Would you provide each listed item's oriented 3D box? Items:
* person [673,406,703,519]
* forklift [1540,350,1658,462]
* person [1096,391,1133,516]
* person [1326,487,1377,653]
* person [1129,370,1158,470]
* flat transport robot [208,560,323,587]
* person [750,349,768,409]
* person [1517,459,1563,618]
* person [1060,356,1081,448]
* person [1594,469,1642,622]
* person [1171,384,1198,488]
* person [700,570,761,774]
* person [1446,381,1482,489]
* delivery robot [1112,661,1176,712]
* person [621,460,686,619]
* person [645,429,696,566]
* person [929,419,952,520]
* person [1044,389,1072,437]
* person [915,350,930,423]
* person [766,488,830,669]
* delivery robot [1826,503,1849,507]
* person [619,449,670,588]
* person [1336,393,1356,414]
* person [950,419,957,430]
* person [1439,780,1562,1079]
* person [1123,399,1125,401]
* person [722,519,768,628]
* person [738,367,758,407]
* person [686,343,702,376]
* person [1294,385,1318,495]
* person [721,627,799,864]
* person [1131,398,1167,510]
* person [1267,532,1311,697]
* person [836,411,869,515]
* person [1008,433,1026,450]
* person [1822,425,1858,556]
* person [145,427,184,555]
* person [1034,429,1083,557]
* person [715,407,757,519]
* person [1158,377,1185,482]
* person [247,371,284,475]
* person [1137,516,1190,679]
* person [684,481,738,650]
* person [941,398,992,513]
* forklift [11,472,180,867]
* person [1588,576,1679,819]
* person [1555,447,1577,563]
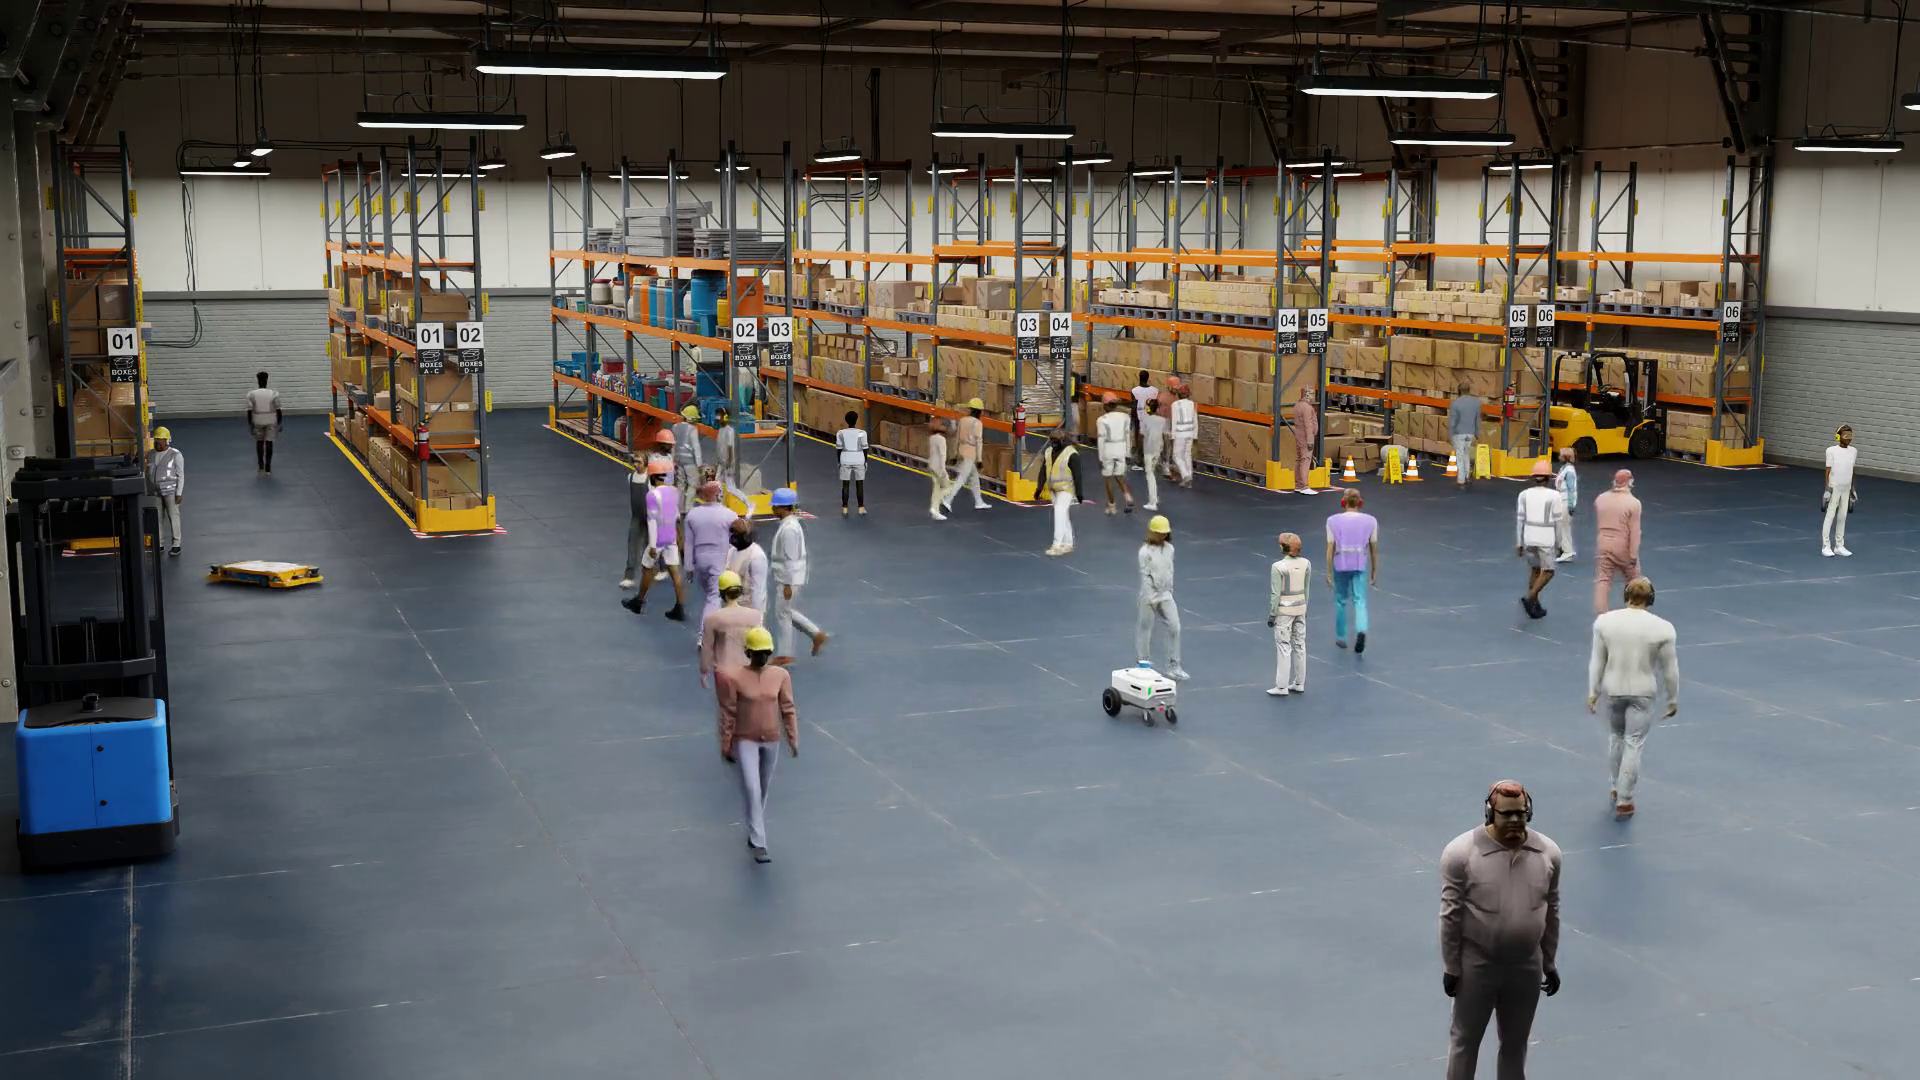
[{"bbox_3d":[-4.370,-1.251,33.609,0.408,1.814,0.656,-8,12,-44],"label":"person"},{"bbox_3d":[12.897,-2.725,42.309,2.313,2.155,1.214,-3,9,-21],"label":"forklift"},{"bbox_3d":[2.491,-1.386,33.825,0.645,2.022,0.572,-4,9,-25],"label":"person"},{"bbox_3d":[4.318,0.329,23.076,0.576,1.818,0.810,0,9,1],"label":"person"},{"bbox_3d":[3.544,-2.301,40.260,0.597,1.915,0.374,-4,9,-25],"label":"person"},{"bbox_3d":[-9.163,0.436,27.615,1.431,0.197,0.652,5,10,29],"label":"flat transport robot"},{"bbox_3d":[-5.177,-4.346,53.622,0.689,2.000,0.539,2,9,12],"label":"person"},{"bbox_3d":[6.858,0.003,24.889,0.558,1.916,0.652,8,12,43],"label":"person"},{"bbox_3d":[2.290,-2.885,43.973,0.623,1.971,0.693,-3,9,-20],"label":"person"},{"bbox_3d":[7.741,0.109,24.398,0.896,1.861,0.632,-7,11,-39],"label":"person"},{"bbox_3d":[4.049,-1.858,37.503,0.616,1.854,0.542,-5,10,-32],"label":"person"},{"bbox_3d":[-1.947,1.128,18.041,0.528,1.728,0.881,-4,9,-24],"label":"person"},{"bbox_3d":[8.971,-1.892,37.499,0.657,1.924,0.521,-3,9,-20],"label":"person"},{"bbox_3d":[1.751,1.396,19.962,0.477,0.478,0.707,-4,10,-28],"label":"delivery robot"},{"bbox_3d":[-3.650,-0.017,25.104,0.963,1.887,0.576,6,10,34],"label":"person"},{"bbox_3d":[-4.000,-0.565,28.735,0.948,1.891,0.548,5,10,29],"label":"person"},{"bbox_3d":[-0.326,-1.127,33.392,0.352,1.614,0.532,-4,9,-24],"label":"person"},{"bbox_3d":[1.848,-2.054,39.623,0.503,1.613,0.577,-2,9,-15],"label":"person"},{"bbox_3d":[-0.833,-3.137,45.462,0.648,2.020,0.731,-3,9,-19],"label":"person"},{"bbox_3d":[-1.757,0.395,22.266,0.623,1.931,0.616,-1,9,-7],"label":"person"},{"bbox_3d":[14.507,-0.801,34.606,0.477,0.478,0.707,3,9,21],"label":"delivery robot"},{"bbox_3d":[-4.111,-0.304,27.397,0.513,1.795,0.977,4,9,24],"label":"person"},{"bbox_3d":[8.899,-3.384,48.207,0.531,1.697,0.320,-3,9,-19],"label":"person"},{"bbox_3d":[-0.037,-3.177,46.273,0.577,1.863,0.596,-5,10,-32],"label":"person"},{"bbox_3d":[2.749,2.149,10.626,0.642,1.910,0.401,-1,9,-6],"label":"person"},{"bbox_3d":[3.989,-3.252,47.021,0.621,1.792,0.964,-4,9,-25],"label":"person"},{"bbox_3d":[-2.122,0.695,20.570,0.449,1.829,0.656,-6,10,-33],"label":"person"},{"bbox_3d":[-5.080,-3.629,49.808,0.528,1.707,0.921,-3,9,-17],"label":"person"},{"bbox_3d":[-6.929,-4.411,54.602,0.403,1.834,0.588,1,9,4],"label":"person"},{"bbox_3d":[6.064,-1.755,36.653,0.408,1.908,0.643,-1,9,-9],"label":"person"},{"bbox_3d":[-1.443,1.508,15.437,0.552,1.729,0.826,-4,10,-26],"label":"person"},{"bbox_3d":[3.118,-1.430,34.705,0.513,1.847,0.554,-5,10,-32],"label":"person"},{"bbox_3d":[3.288,0.737,20.908,0.521,1.645,0.306,-6,11,-36],"label":"person"},{"bbox_3d":[-1.742,-1.245,33.944,0.535,1.700,0.318,1,9,5],"label":"person"},{"bbox_3d":[1.175,-2.631,42.362,0.603,1.946,0.389,7,11,38],"label":"person"},{"bbox_3d":[12.532,-0.707,29.784,0.520,1.873,0.328,-2,9,-15],"label":"person"},{"bbox_3d":[-11.359,-0.701,29.860,0.589,1.837,0.404,2,9,12],"label":"person"},{"bbox_3d":[1.371,-0.674,29.813,0.841,1.801,0.629,-7,11,-38],"label":"person"},{"bbox_3d":[-3.665,-1.204,33.213,0.808,1.844,0.522,-5,10,-28],"label":"person"},{"bbox_3d":[3.915,-2.026,38.307,0.633,1.949,0.683,-4,10,-26],"label":"person"},{"bbox_3d":[-13.141,-2.226,39.654,0.625,1.938,0.779,-2,9,-11],"label":"person"},{"bbox_3d":[2.073,0.604,21.559,0.493,1.715,0.722,-5,10,-32],"label":"person"},{"bbox_3d":[-2.728,0.274,23.328,0.639,1.862,1.015,3,9,22],"label":"person"},{"bbox_3d":[0.076,-1.399,34.422,0.988,1.880,0.614,-5,10,-30],"label":"person"},{"bbox_3d":[-6.630,0.886,15.957,1.129,2.768,1.873,-3,9,-21],"label":"forklift"},{"bbox_3d":[5.422,1.226,16.759,0.665,1.909,0.845,5,10,32],"label":"person"},{"bbox_3d":[8.385,-0.487,29.125,0.376,1.625,0.528,2,9,12],"label":"person"}]
